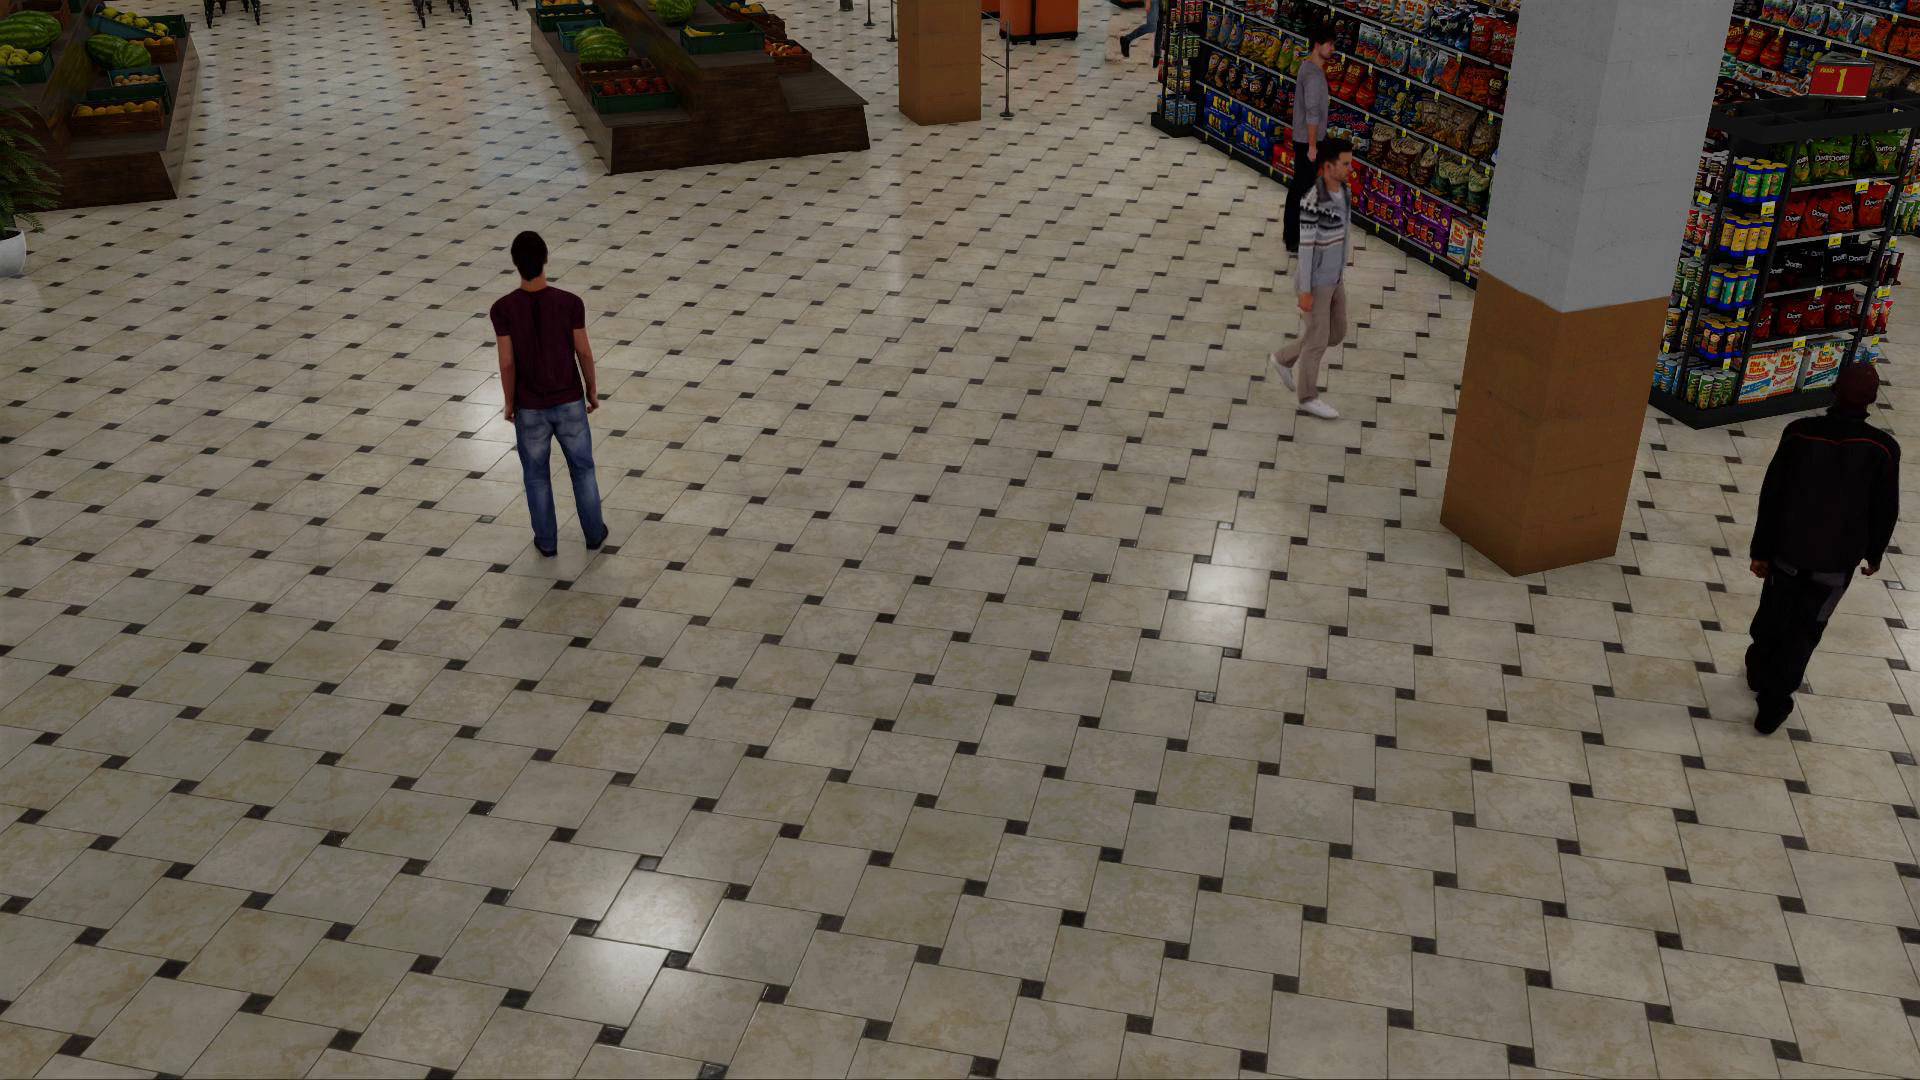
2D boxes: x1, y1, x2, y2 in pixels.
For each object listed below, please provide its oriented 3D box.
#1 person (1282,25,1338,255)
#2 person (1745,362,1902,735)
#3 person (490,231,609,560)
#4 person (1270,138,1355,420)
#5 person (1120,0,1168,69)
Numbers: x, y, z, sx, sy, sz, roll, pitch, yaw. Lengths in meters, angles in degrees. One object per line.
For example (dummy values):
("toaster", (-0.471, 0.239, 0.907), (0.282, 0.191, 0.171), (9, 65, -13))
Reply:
("person", (2.867, -3.313, 13.740), (0.795, 1.841, 0.649), (4, 29, 7))
("person", (3.868, 0.077, 7.566), (0.936, 1.808, 0.975), (22, 36, 35))
("person", (-2.246, -0.776, 9.085), (0.669, 1.849, 0.534), (-8, 30, -15))
("person", (2.280, -1.713, 10.819), (1.003, 1.832, 0.922), (20, 35, 32))
("person", (2.230, -6.407, 19.629), (1.010, 1.629, 0.909), (15, 32, 26))
